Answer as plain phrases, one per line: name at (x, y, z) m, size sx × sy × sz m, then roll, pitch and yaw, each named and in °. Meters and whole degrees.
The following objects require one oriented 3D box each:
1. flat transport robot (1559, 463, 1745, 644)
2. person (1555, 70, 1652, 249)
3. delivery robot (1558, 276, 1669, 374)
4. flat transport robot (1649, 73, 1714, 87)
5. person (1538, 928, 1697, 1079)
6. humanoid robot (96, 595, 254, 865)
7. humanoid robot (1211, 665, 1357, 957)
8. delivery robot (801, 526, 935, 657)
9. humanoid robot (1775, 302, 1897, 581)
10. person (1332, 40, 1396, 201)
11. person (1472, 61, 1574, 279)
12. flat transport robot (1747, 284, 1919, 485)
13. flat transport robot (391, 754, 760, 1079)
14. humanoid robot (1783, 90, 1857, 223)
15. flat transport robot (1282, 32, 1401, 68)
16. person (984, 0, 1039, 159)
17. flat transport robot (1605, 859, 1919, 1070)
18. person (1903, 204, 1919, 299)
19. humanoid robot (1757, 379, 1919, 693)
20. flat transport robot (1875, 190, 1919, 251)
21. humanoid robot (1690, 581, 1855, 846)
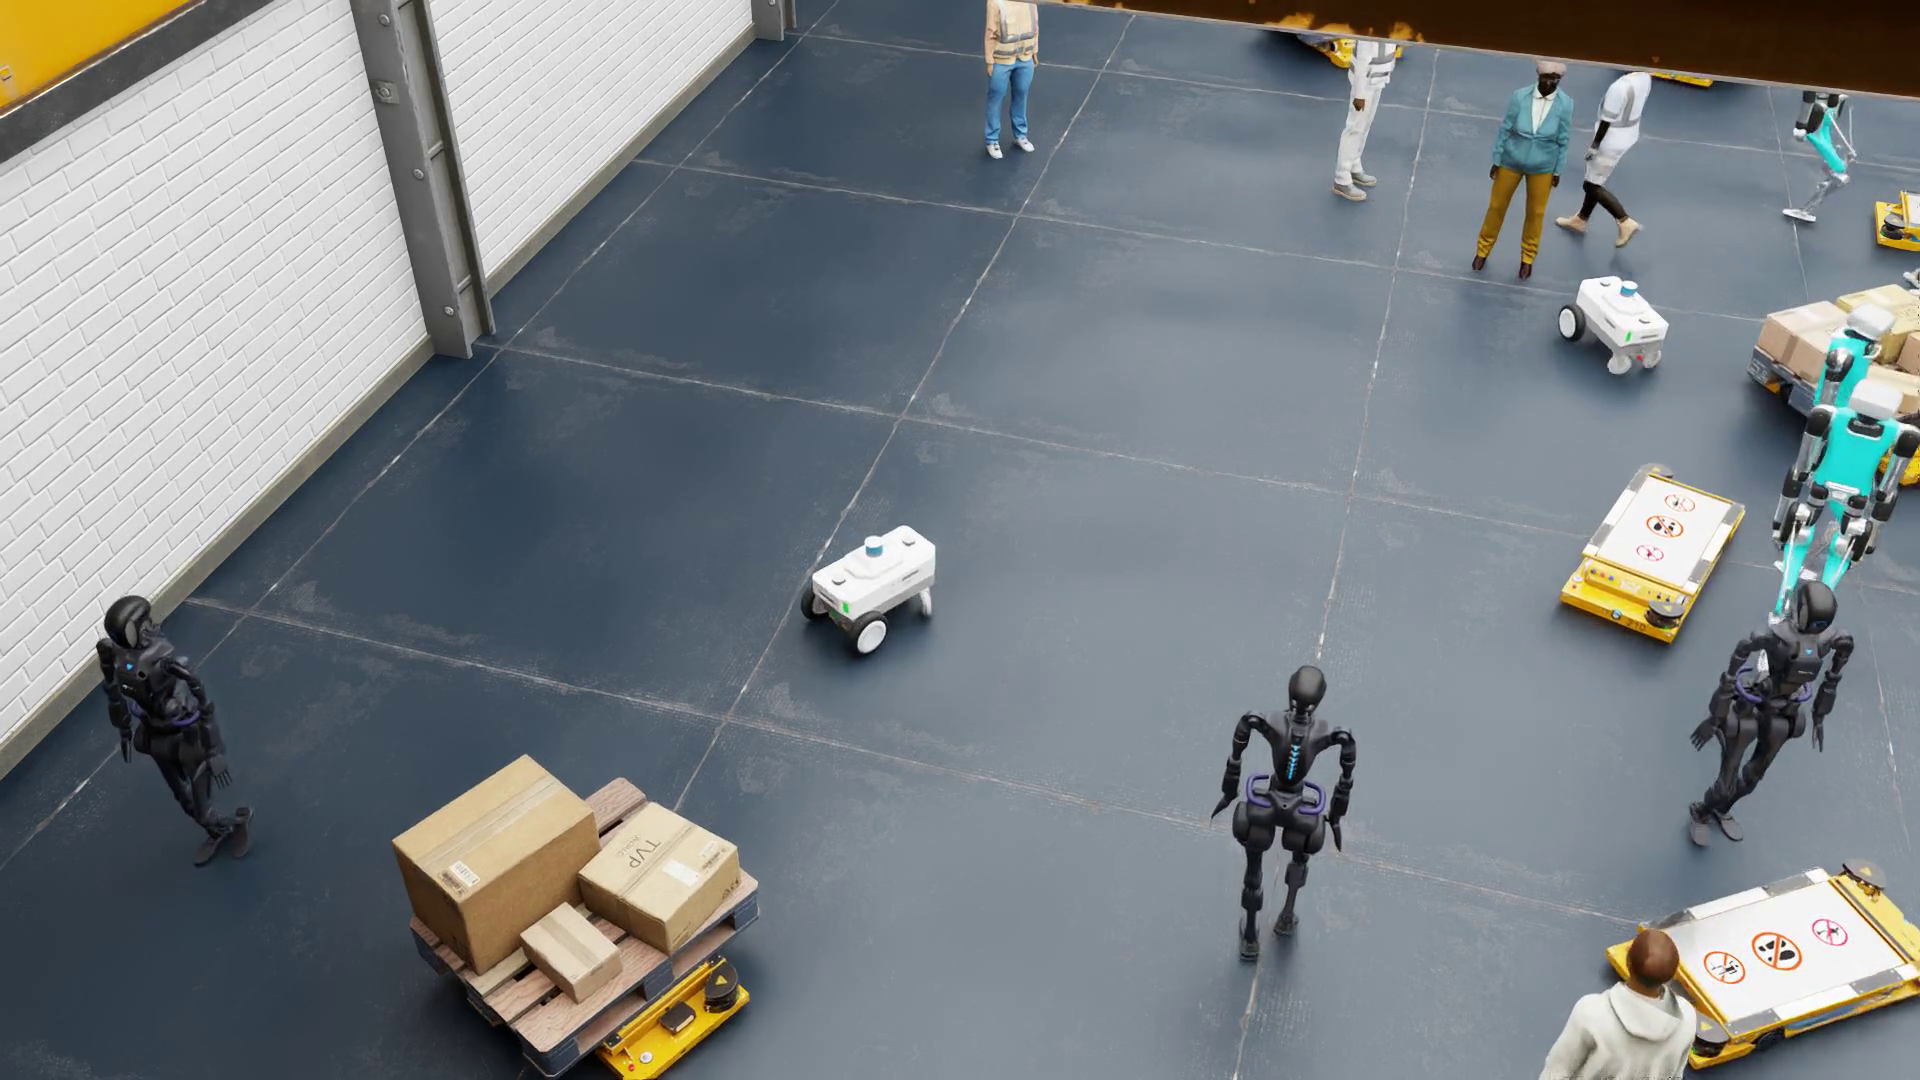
flat transport robot at (4.168, 0.048, 9.944) m, size 0.659 × 0.231 × 1.431 m, roll 24°, pitch 45°, yaw 27°
person at (5.011, -3.017, 12.630) m, size 0.639 × 1.673 × 0.536 m, roll 28°, pitch 47°, yaw 31°
delivery robot at (4.630, -1.550, 11.714) m, size 0.512 × 0.607 × 0.778 m, roll -8°, pitch 40°, yaw -10°
flat transport robot at (7.015, -4.707, 15.860) m, size 0.659 × 0.231 × 1.431 m, roll 23°, pitch 44°, yaw 26°
person at (2.383, 2.114, 6.205) m, size 0.535 × 1.737 × 0.453 m, roll 1°, pitch 39°, yaw 1°
humanoid robot at (-3.673, 0.908, 7.742) m, size 0.585 × 1.648 × 0.337 m, roll 9°, pitch 40°, yaw 10°
humanoid robot at (1.417, 1.215, 7.371) m, size 0.589 × 1.652 × 0.385 m, roll 8°, pitch 39°, yaw 10°
delivery robot at (-0.503, 0.257, 9.461) m, size 0.773 × 0.601 × 0.507 m, roll -29°, pitch 47°, yaw -31°
humanoid robot at (5.056, -0.453, 9.421) m, size 0.663 × 1.830 × 0.530 m, roll 28°, pitch 47°, yaw 30°
person at (3.270, -3.659, 13.267) m, size 0.338 × 1.882 × 0.582 m, roll 20°, pitch 43°, yaw 23°
person at (4.178, -2.744, 12.246) m, size 0.523 × 1.749 × 0.348 m, roll 14°, pitch 41°, yaw 17°
flat transport robot at (6.036, -0.892, 11.113) m, size 0.659 × 0.231 × 1.431 m, roll -14°, pitch 41°, yaw -16°
flat transport robot at (-1.695, 1.875, 7.671) m, size 1.431 × 0.231 × 0.659 m, roll 30°, pitch 48°, yaw 32°
humanoid robot at (6.773, -3.186, 12.871) m, size 0.532 × 1.869 × 0.722 m, roll -28°, pitch 47°, yaw -30°
flat transport robot at (3.612, -4.984, 16.204) m, size 0.659 × 0.231 × 1.431 m, roll -16°, pitch 41°, yaw -19°
person at (0.426, -4.037, 13.870) m, size 0.487 × 1.720 × 0.379 m, roll -18°, pitch 42°, yaw -21°
flat transport robot at (3.770, 1.922, 7.613) m, size 1.431 × 0.231 × 0.659 m, roll -12°, pitch 40°, yaw -14°
person at (7.233, -2.496, 12.023) m, size 0.541 × 1.630 × 0.450 m, roll -14°, pitch 41°, yaw -16°
humanoid robot at (4.530, 0.079, 8.785) m, size 0.530 × 1.851 × 0.707 m, roll 19°, pitch 42°, yaw 22°
flat transport robot at (7.957, -2.400, 12.990) m, size 1.431 × 0.231 × 0.659 m, roll 14°, pitch 41°, yaw 16°
humanoid robot at (3.813, 0.819, 7.868) m, size 0.609 × 1.645 × 0.343 m, roll 0°, pitch 39°, yaw 0°
